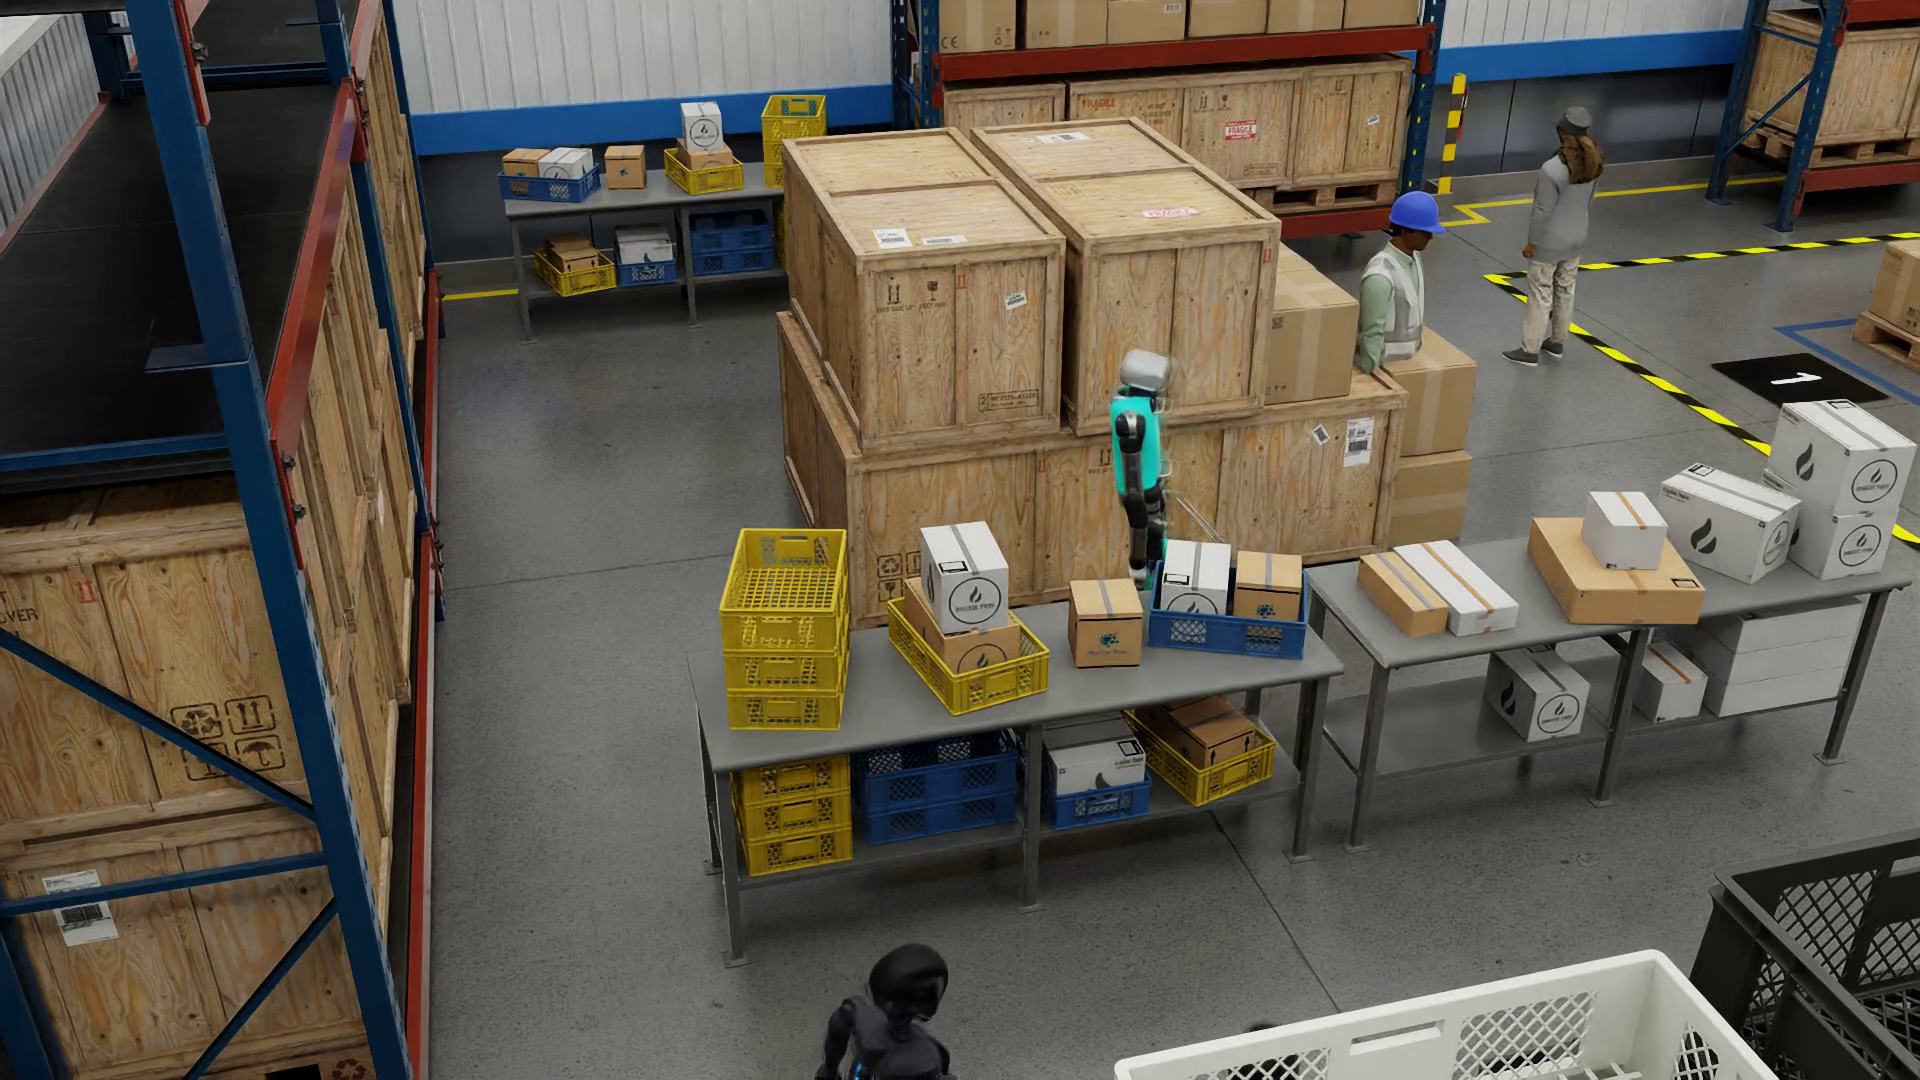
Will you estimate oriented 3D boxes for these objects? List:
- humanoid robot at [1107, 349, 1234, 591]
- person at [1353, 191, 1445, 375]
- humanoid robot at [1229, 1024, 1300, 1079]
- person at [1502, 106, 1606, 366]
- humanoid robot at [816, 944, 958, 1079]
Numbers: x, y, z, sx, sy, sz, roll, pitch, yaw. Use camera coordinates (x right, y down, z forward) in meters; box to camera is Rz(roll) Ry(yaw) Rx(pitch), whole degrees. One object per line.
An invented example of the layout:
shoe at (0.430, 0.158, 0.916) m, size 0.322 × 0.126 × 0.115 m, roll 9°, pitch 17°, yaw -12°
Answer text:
humanoid robot at (1.006, 0.043, 7.634) m, size 0.721 × 1.901 × 0.543 m, roll 4°, pitch 29°, yaw 8°
person at (2.349, -0.973, 9.157) m, size 0.411 × 1.939 × 0.602 m, roll 17°, pitch 33°, yaw 29°
humanoid robot at (0.710, 1.901, 4.209) m, size 0.613 × 1.667 × 0.307 m, roll 10°, pitch 30°, yaw 17°
person at (4.056, -2.047, 11.276) m, size 0.572 × 1.768 × 0.396 m, roll -18°, pitch 33°, yaw -29°
humanoid robot at (-0.289, 1.800, 4.445) m, size 0.731 × 1.628 × 0.600 m, roll -25°, pitch 37°, yaw -37°
